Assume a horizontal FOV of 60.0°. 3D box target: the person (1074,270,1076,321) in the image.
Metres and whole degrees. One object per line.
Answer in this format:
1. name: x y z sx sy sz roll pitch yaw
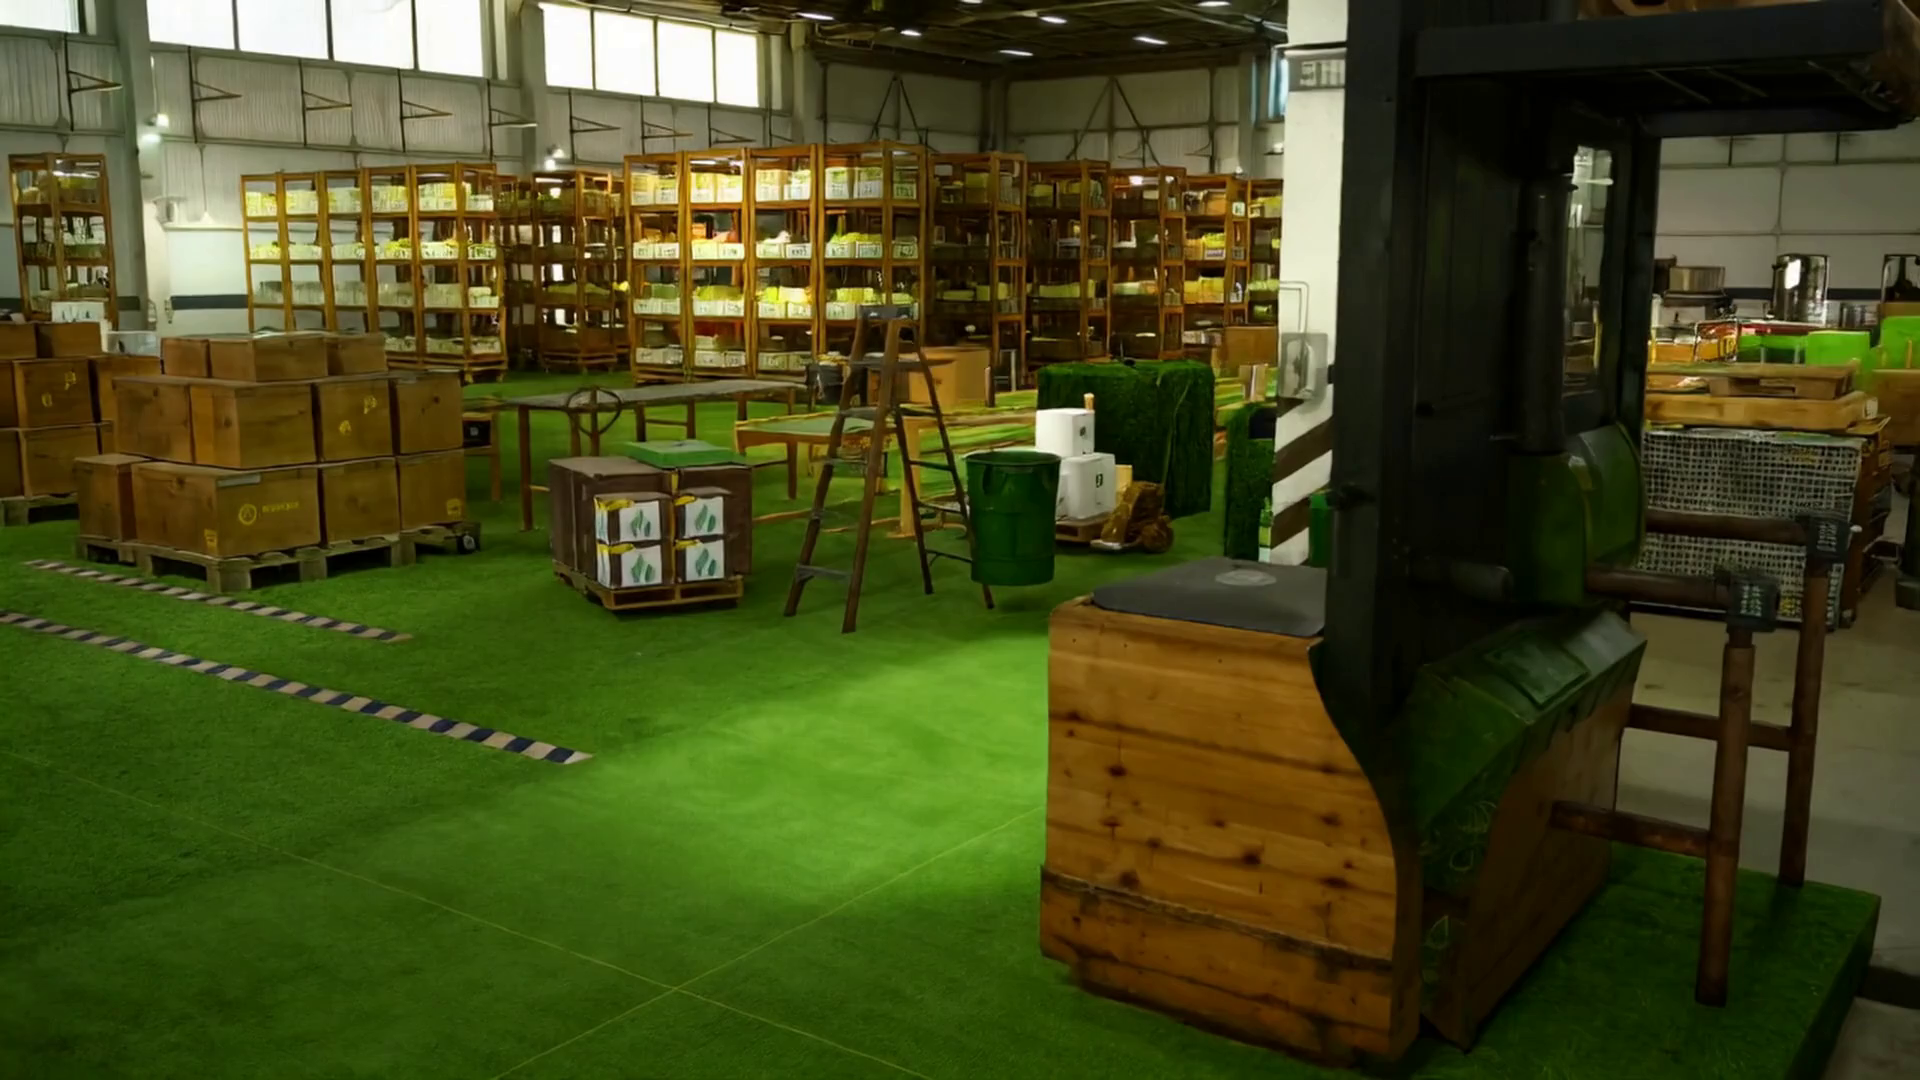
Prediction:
1. person: 2.643 -5.772 41.074 0.539 1.824 0.566 -8 13 -41

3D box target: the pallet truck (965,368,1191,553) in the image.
1. pallet truck: 0.845 -0.609 11.869 1.630 1.274 0.653 7 12 35

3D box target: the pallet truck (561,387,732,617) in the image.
1. pallet truck: -1.981 -0.274 10.088 0.680 1.201 1.601 -5 11 -28

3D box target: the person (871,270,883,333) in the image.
1. person: -1.705 -4.523 33.584 0.403 1.837 0.586 1 10 6

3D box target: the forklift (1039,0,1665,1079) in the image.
1. forklift: 1.249 -0.137 4.360 1.873 2.768 1.129 7 12 35

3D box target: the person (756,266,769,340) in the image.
1. person: -3.509 -3.928 29.564 0.375 1.997 0.612 2 10 14

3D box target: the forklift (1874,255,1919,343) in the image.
1. forklift: 22.089 -5.634 38.796 1.157 1.987 2.680 6 11 33

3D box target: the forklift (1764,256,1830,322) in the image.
1. forklift: 20.253 -5.854 40.139 1.157 1.987 2.680 7 12 35
